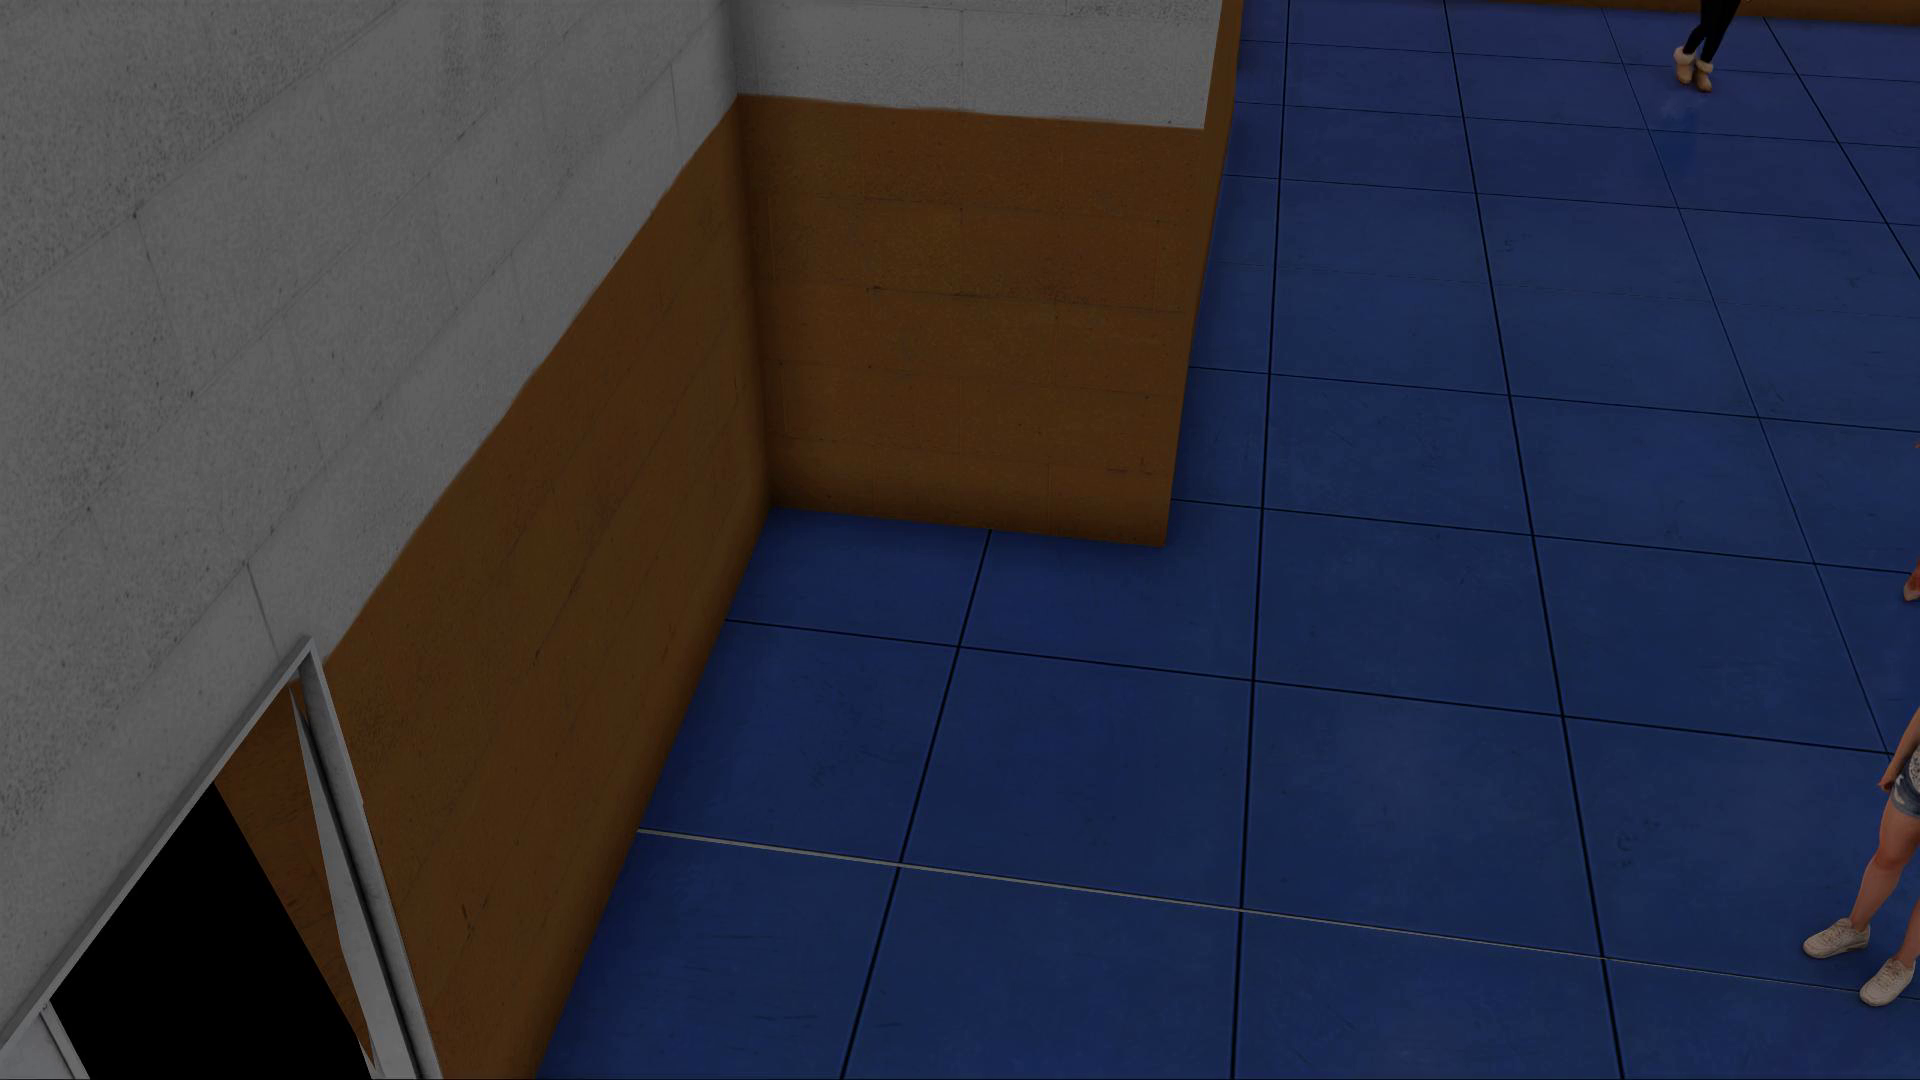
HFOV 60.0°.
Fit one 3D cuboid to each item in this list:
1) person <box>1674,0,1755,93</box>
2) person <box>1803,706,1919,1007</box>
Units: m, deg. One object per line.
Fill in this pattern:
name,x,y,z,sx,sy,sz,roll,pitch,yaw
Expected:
person,5.734,-4.240,12.526,0.633,1.649,0.739,-3,37,-4
person,3.345,0.881,5.612,0.694,1.759,0.664,-17,40,-21
